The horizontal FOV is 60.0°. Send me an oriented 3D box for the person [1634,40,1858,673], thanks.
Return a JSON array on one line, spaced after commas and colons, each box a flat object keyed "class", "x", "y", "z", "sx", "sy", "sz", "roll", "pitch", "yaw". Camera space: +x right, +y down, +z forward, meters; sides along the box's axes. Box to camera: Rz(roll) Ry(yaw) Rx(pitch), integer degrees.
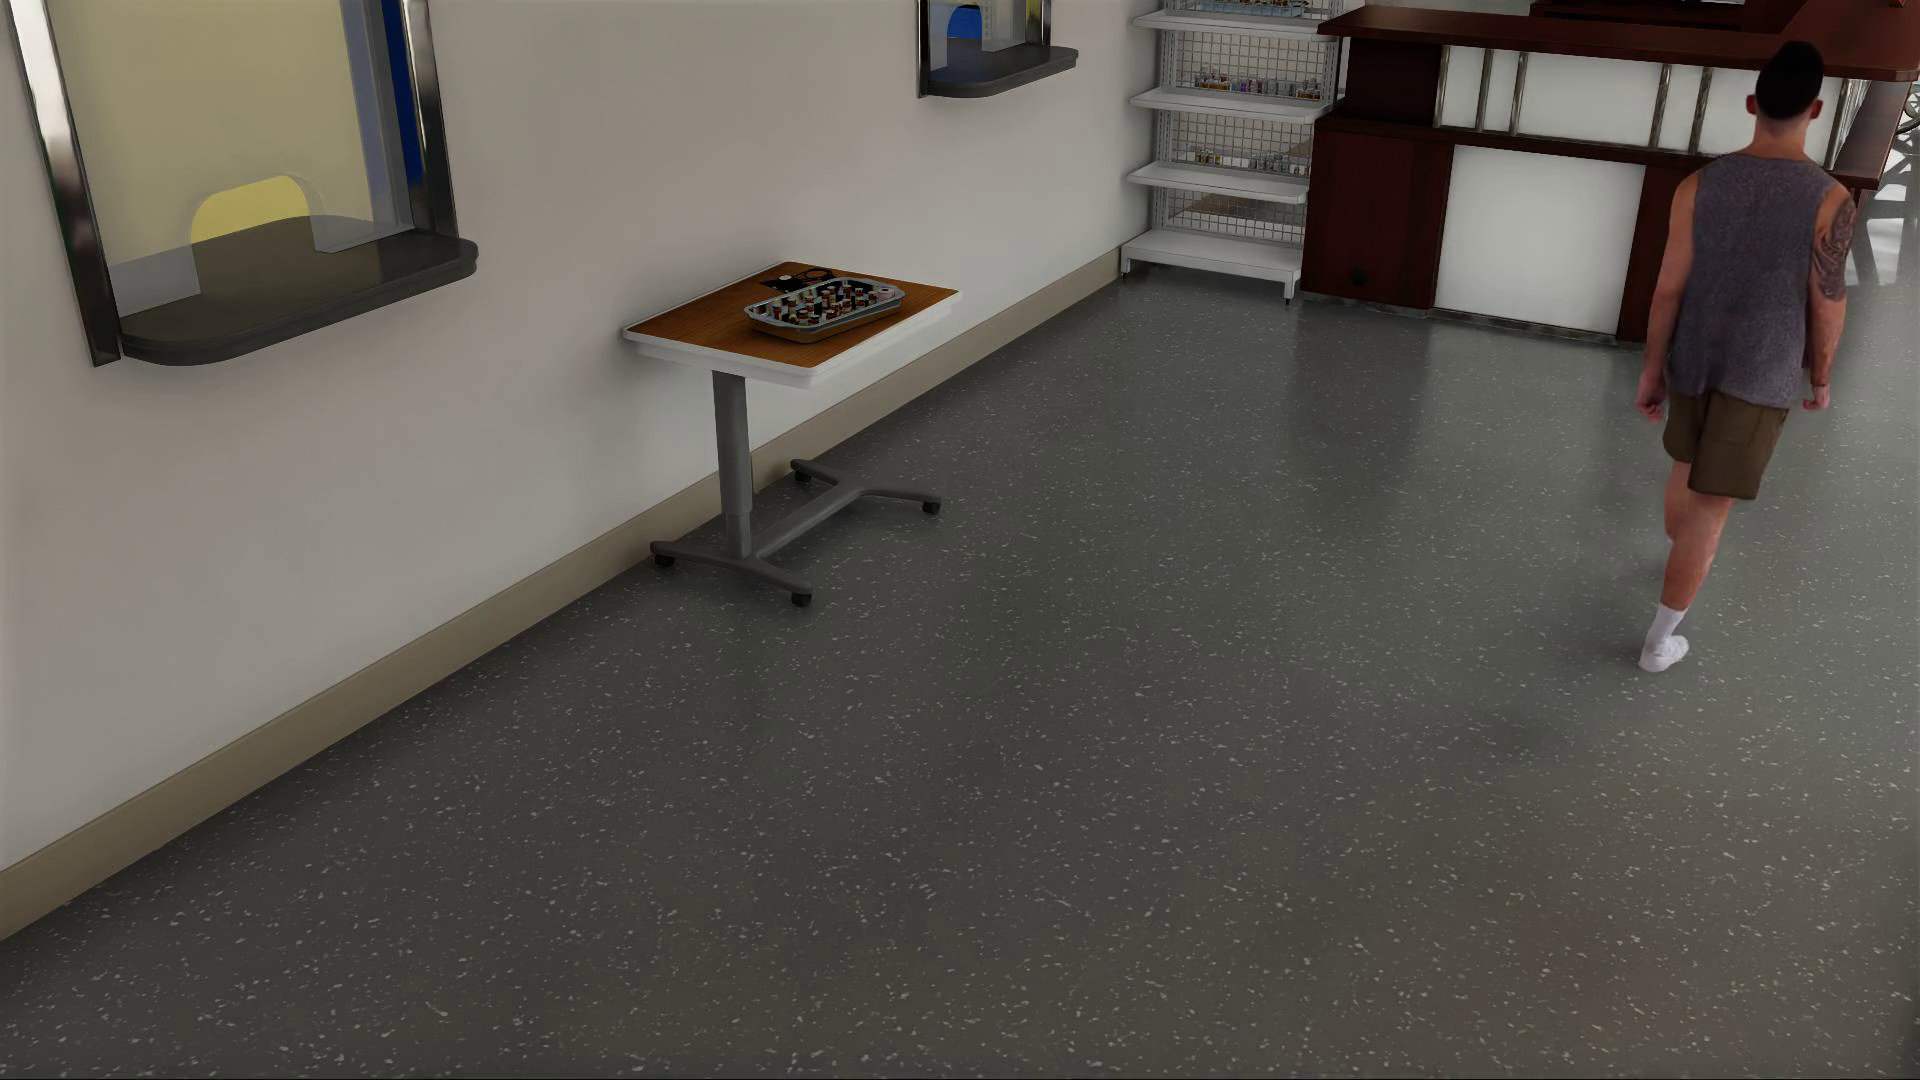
[{"class": "person", "x": 2.154, "y": -0.433, "z": 4.720, "sx": 1.091, "sy": 1.805, "sz": 0.862, "roll": 22, "pitch": 33, "yaw": 38}]
